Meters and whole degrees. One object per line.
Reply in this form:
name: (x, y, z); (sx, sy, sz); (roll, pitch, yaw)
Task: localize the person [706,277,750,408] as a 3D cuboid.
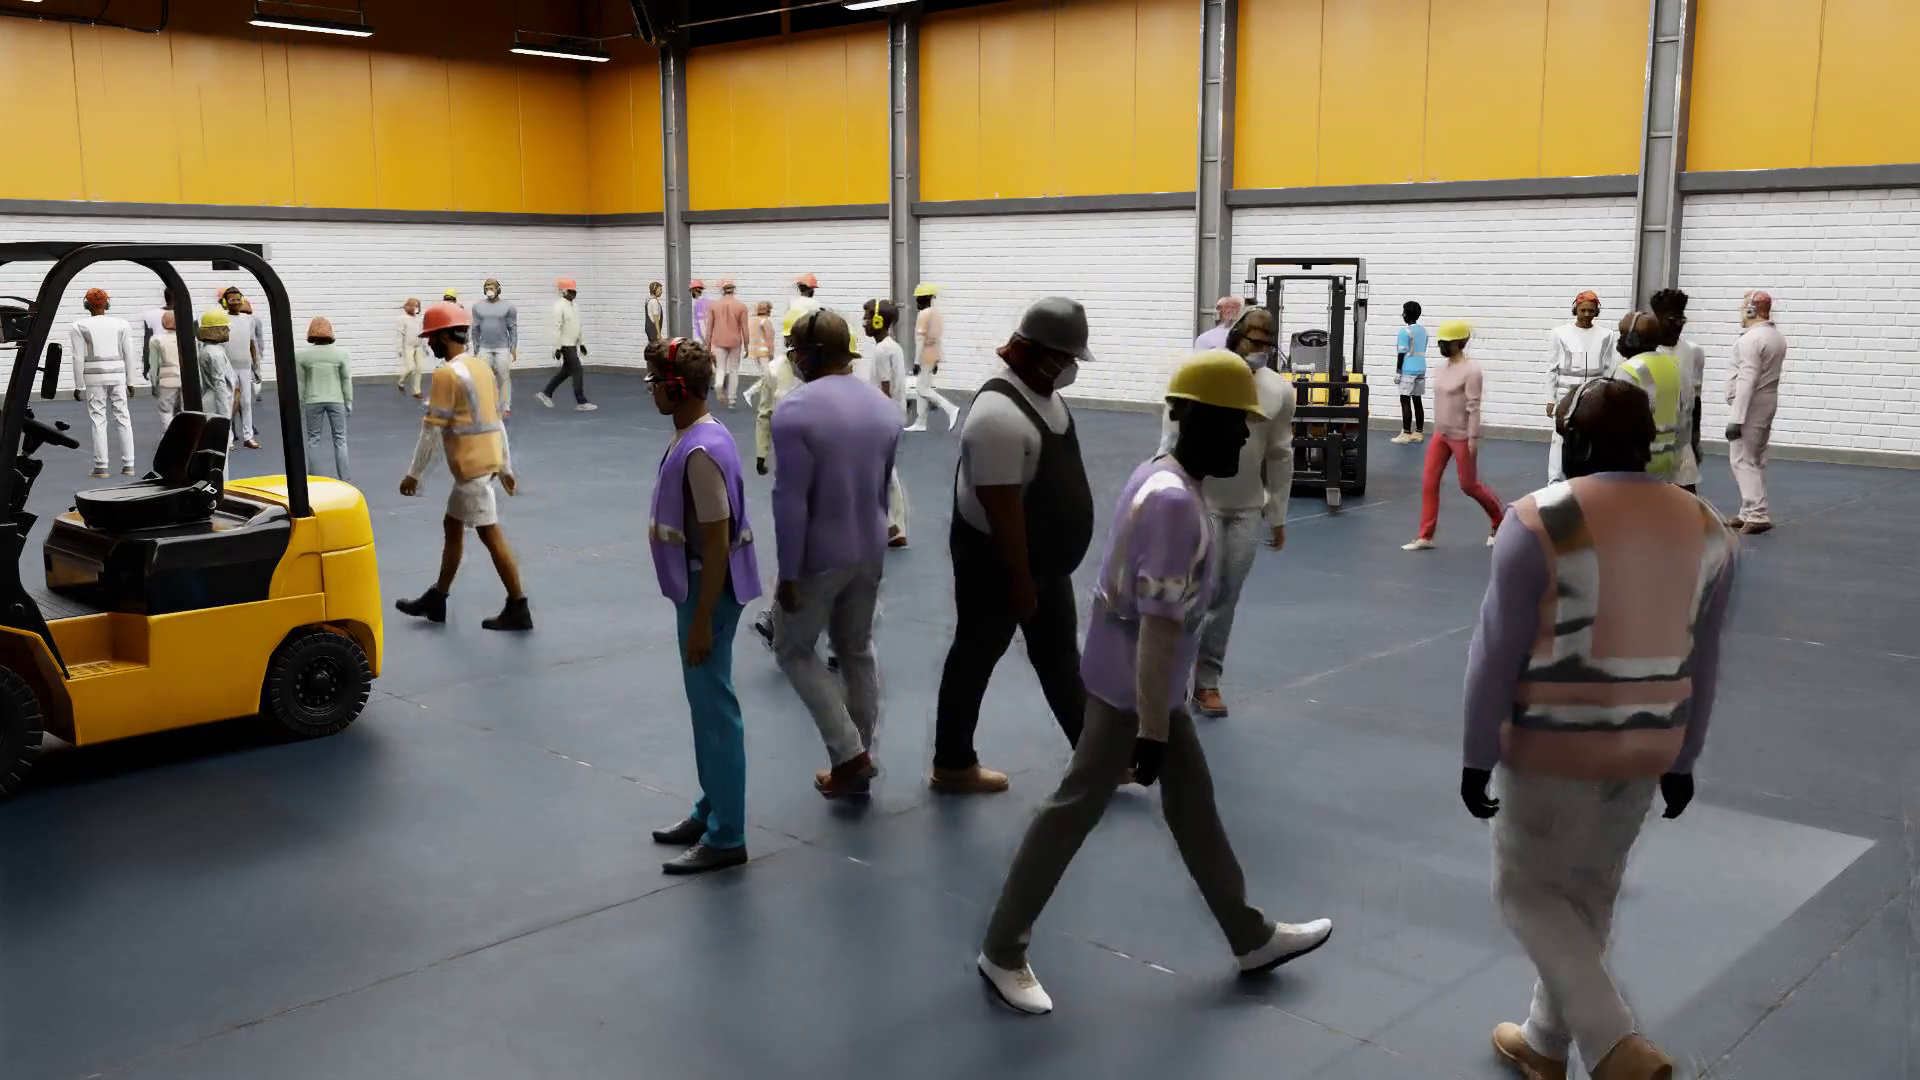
person: (-3.432, -2.889, 24.498); (0.647, 1.957, 0.752); (0, 9, 1)

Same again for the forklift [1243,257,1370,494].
forklift: (3.309, -1.629, 16.029); (1.214, 2.155, 2.313); (2, 9, 11)

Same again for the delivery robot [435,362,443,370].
delivery robot: (-8.881, -3.030, 29.344); (0.707, 0.478, 0.477); (-8, 12, -39)

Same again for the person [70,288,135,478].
person: (-8.520, -1.560, 16.560); (0.573, 1.883, 0.355); (-9, 13, -43)

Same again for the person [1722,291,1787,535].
person: (6.222, -0.978, 13.060); (0.488, 1.922, 0.693); (8, 12, 42)

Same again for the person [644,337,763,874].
person: (-0.883, 0.223, 5.751); (0.394, 1.841, 0.564); (-2, 10, -13)

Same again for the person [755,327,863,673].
person: (-0.723, -0.215, 8.546); (0.561, 1.806, 0.616); (-5, 10, -28)

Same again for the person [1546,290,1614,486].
person: (5.403, -1.230, 14.524); (0.574, 1.887, 0.355); (0, 9, 1)

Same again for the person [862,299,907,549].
person: (-0.593, -0.835, 12.210); (0.471, 1.850, 0.567); (1, 9, 7)

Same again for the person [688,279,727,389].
person: (-4.434, -3.530, 28.621); (0.930, 1.877, 0.567); (3, 10, 15)

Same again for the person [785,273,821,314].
person: (-2.129, -2.658, 22.874); (0.648, 2.020, 0.489); (6, 11, 34)

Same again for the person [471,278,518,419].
person: (-6.428, -2.635, 22.978); (0.627, 1.940, 0.372); (0, 9, -3)

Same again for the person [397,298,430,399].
person: (-8.750, -3.051, 26.498); (0.423, 1.616, 0.530); (5, 11, 30)

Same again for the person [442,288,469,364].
person: (-8.170, -3.166, 26.762); (0.526, 1.769, 0.328); (-1, 9, -7)

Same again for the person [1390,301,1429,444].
person: (5.357, -1.986, 19.759); (0.535, 1.693, 0.319); (-8, 12, -42)

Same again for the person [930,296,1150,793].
person: (0.300, 0.021, 6.386); (0.989, 2.000, 0.739); (4, 10, 22)

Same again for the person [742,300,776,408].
person: (-2.886, -2.654, 24.053); (0.526, 1.614, 0.533); (-3, 10, -20)

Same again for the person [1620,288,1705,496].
person: (4.609, -0.679, 10.959); (0.627, 1.947, 0.459); (-2, 10, -14)

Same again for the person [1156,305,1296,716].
person: (1.210, -0.122, 7.671); (0.709, 1.903, 0.426); (-3, 10, -16)

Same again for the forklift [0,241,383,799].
forklift: (-3.706, -0.171, 7.093); (1.214, 2.155, 2.313); (9, 13, 43)

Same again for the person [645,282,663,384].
person: (-5.459, -3.693, 29.774); (0.343, 1.839, 0.506); (-5, 10, -26)

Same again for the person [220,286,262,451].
person: (-8.270, -1.958, 19.041); (0.329, 1.873, 0.512); (9, 13, 43)

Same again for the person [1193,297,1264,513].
person: (2.185, -1.051, 13.552); (0.645, 1.853, 1.001); (-7, 12, -36)

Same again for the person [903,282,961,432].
person: (-0.358, -2.296, 21.010); (0.707, 1.904, 0.599); (2, 9, 12)

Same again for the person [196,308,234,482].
person: (-6.194, -1.061, 13.927); (0.308, 1.744, 0.485); (-6, 11, -33)

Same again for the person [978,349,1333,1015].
person: (0.542, 0.398, 4.667); (1.048, 1.846, 0.668); (1, 9, 8)

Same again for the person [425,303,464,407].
person: (-7.283, -2.593, 23.778); (0.860, 1.600, 0.524); (0, 9, -2)

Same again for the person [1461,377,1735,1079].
person: (1.545, 0.531, 3.967); (0.672, 1.813, 0.699); (-2, 10, -14)

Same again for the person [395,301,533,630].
person: (-2.900, -0.412, 9.529); (0.971, 1.879, 0.553); (1, 9, 4)

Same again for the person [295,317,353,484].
person: (-5.892, -1.249, 15.428); (0.510, 1.627, 0.280); (-3, 10, -17)

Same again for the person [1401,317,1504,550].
person: (3.702, -0.777, 12.246); (0.815, 1.732, 0.525); (-4, 10, -22)

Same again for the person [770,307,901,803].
person: (-0.485, 0.078, 6.364); (0.642, 1.927, 0.436); (-8, 13, -42)

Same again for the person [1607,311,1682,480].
person: (4.071, -0.439, 9.884); (0.631, 1.828, 0.598); (-8, 12, -39)

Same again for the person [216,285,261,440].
person: (-8.874, -2.157, 20.266); (0.556, 1.881, 1.009); (0, 9, 2)

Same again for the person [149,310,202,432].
person: (-8.496, -1.673, 18.039); (0.536, 1.624, 0.366); (-6, 11, -34)

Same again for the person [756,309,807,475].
person: (-1.068, -0.591, 10.846); (0.616, 1.803, 0.743); (3, 10, 17)

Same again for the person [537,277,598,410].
person: (-5.826, -2.887, 24.467); (0.944, 1.963, 0.605); (2, 9, 10)

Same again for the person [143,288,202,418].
person: (-9.352, -2.088, 19.841); (0.616, 1.863, 0.977); (-2, 9, -9)

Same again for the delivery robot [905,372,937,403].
delivery robot: (-0.704, -2.215, 24.350); (0.707, 0.478, 0.477); (4, 10, 22)

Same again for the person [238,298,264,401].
person: (-11.025, -2.910, 25.660); (0.502, 1.617, 0.493); (-5, 11, -30)
